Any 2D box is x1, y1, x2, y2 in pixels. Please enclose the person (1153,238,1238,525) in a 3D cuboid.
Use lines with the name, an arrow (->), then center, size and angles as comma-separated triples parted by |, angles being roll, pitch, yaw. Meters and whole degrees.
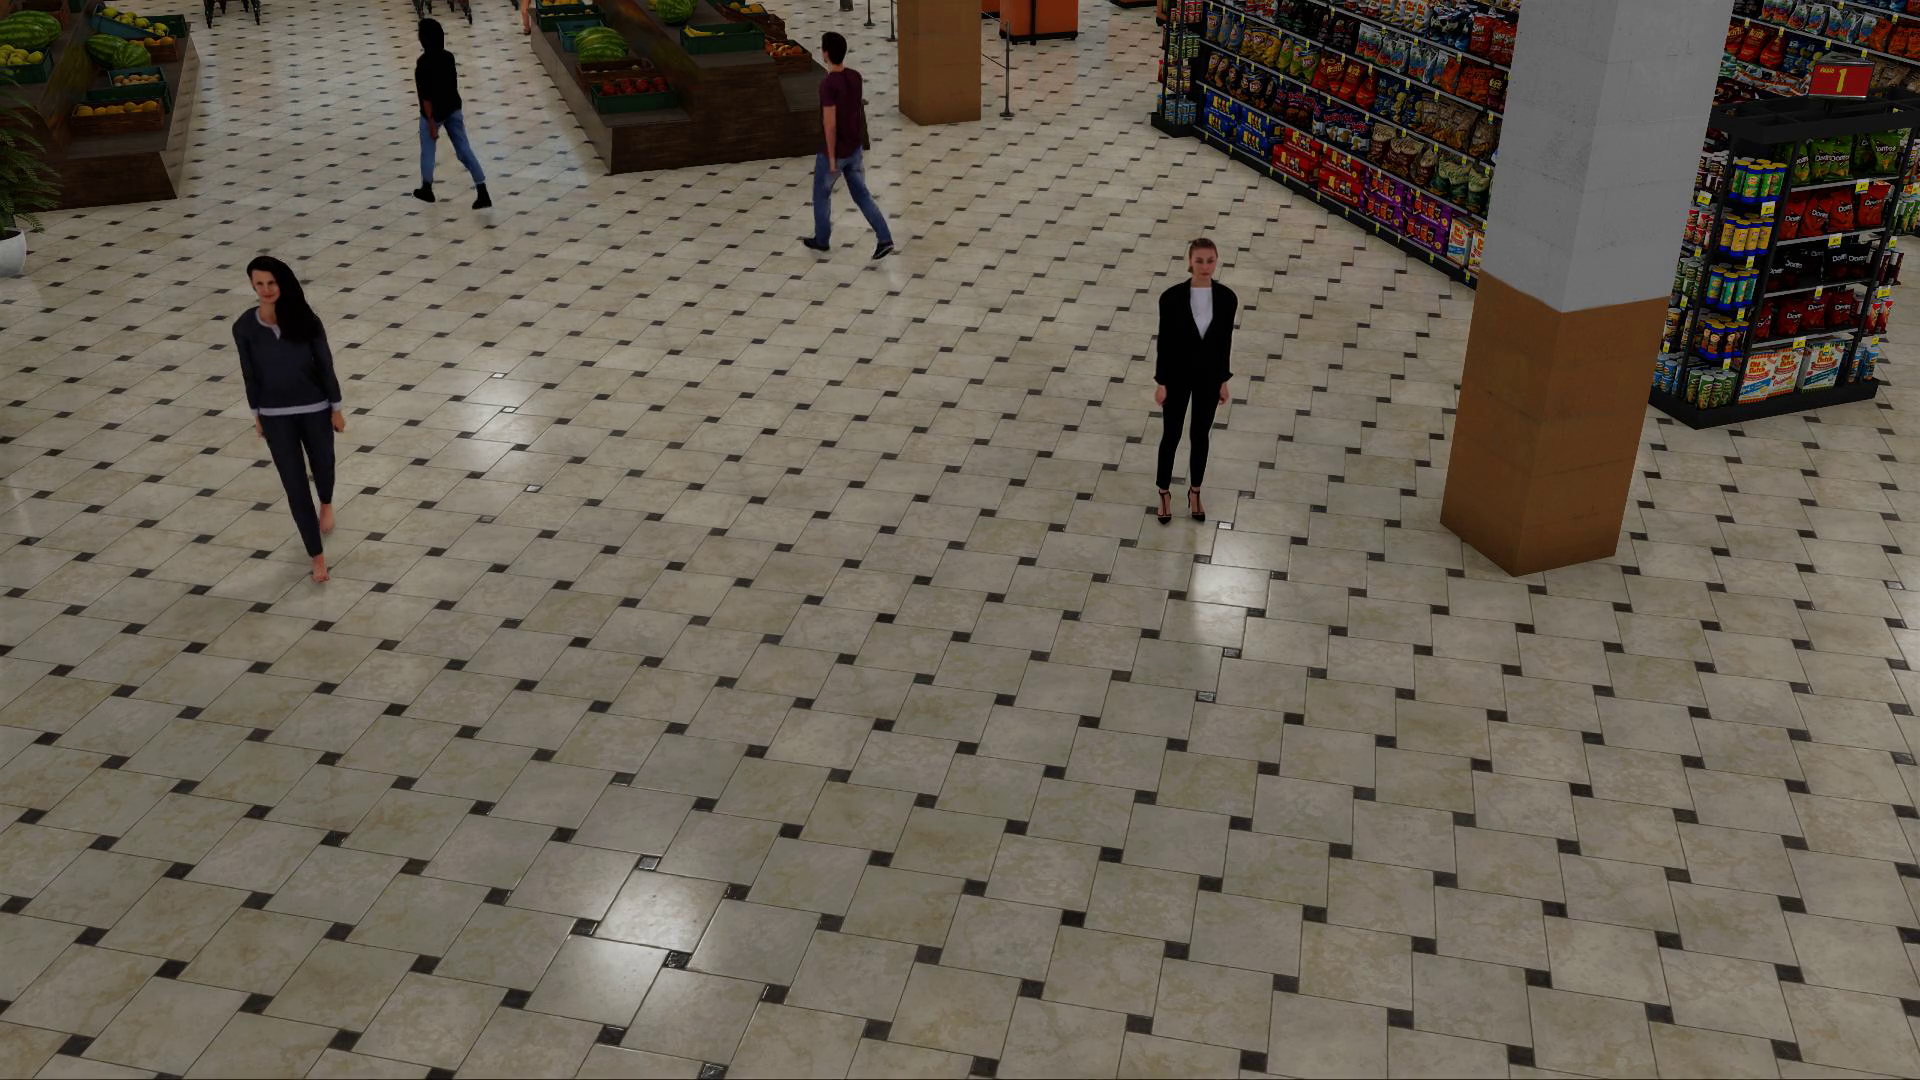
person -> 1.318, -0.894, 9.451 | 0.667, 1.707, 0.627 | -3, 29, -5

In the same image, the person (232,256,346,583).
person -> -3.626, -0.712, 9.091 | 0.668, 1.731, 1.099 | -12, 31, -21

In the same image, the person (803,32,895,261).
person -> -0.884, -3.140, 13.447 | 1.255, 1.819, 1.030 | 23, 36, 35

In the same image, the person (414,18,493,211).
person -> -4.466, -3.674, 14.592 | 1.221, 1.658, 1.006 | 20, 34, 32
